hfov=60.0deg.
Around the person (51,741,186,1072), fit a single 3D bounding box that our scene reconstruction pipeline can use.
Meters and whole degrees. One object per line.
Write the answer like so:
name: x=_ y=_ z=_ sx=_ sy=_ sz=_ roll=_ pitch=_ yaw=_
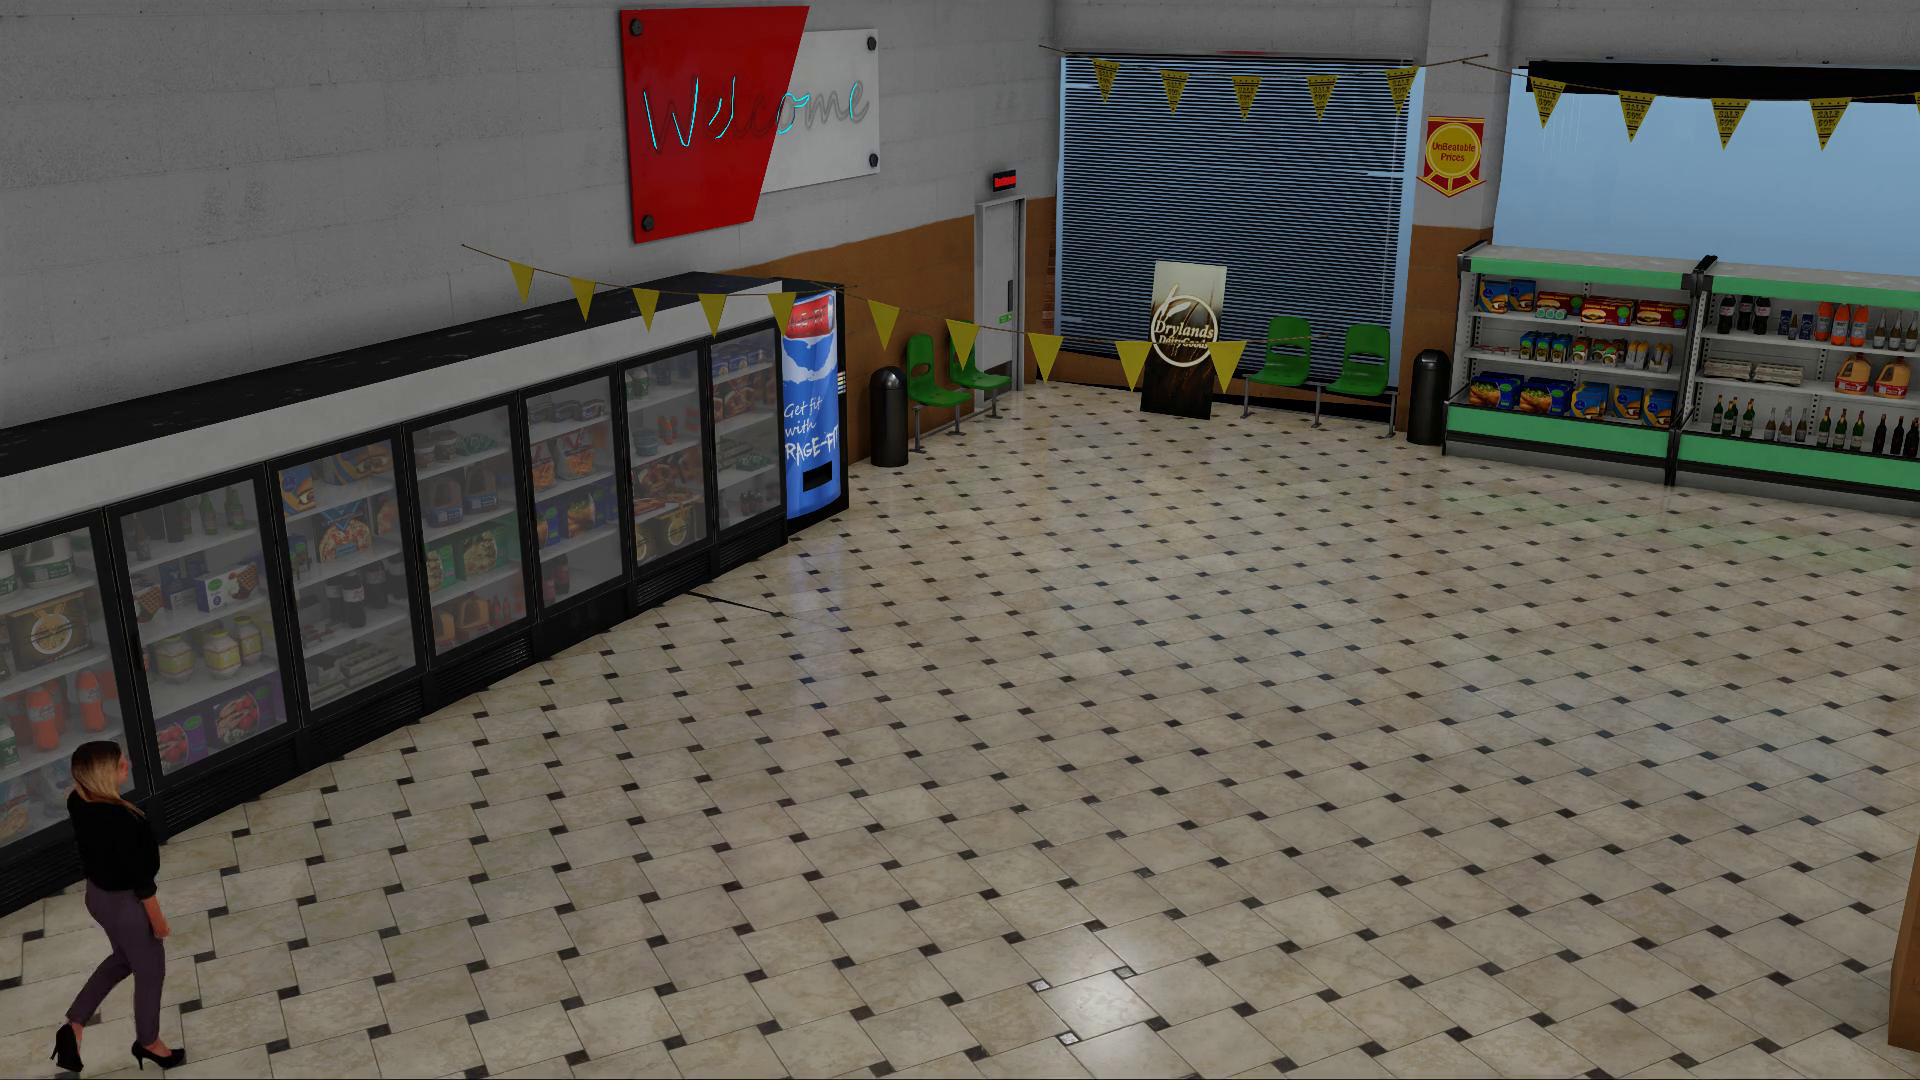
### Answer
person: x=-3.674 y=1.640 z=7.128 sx=0.750 sy=1.652 sz=0.721 roll=13 pitch=23 yaw=34
